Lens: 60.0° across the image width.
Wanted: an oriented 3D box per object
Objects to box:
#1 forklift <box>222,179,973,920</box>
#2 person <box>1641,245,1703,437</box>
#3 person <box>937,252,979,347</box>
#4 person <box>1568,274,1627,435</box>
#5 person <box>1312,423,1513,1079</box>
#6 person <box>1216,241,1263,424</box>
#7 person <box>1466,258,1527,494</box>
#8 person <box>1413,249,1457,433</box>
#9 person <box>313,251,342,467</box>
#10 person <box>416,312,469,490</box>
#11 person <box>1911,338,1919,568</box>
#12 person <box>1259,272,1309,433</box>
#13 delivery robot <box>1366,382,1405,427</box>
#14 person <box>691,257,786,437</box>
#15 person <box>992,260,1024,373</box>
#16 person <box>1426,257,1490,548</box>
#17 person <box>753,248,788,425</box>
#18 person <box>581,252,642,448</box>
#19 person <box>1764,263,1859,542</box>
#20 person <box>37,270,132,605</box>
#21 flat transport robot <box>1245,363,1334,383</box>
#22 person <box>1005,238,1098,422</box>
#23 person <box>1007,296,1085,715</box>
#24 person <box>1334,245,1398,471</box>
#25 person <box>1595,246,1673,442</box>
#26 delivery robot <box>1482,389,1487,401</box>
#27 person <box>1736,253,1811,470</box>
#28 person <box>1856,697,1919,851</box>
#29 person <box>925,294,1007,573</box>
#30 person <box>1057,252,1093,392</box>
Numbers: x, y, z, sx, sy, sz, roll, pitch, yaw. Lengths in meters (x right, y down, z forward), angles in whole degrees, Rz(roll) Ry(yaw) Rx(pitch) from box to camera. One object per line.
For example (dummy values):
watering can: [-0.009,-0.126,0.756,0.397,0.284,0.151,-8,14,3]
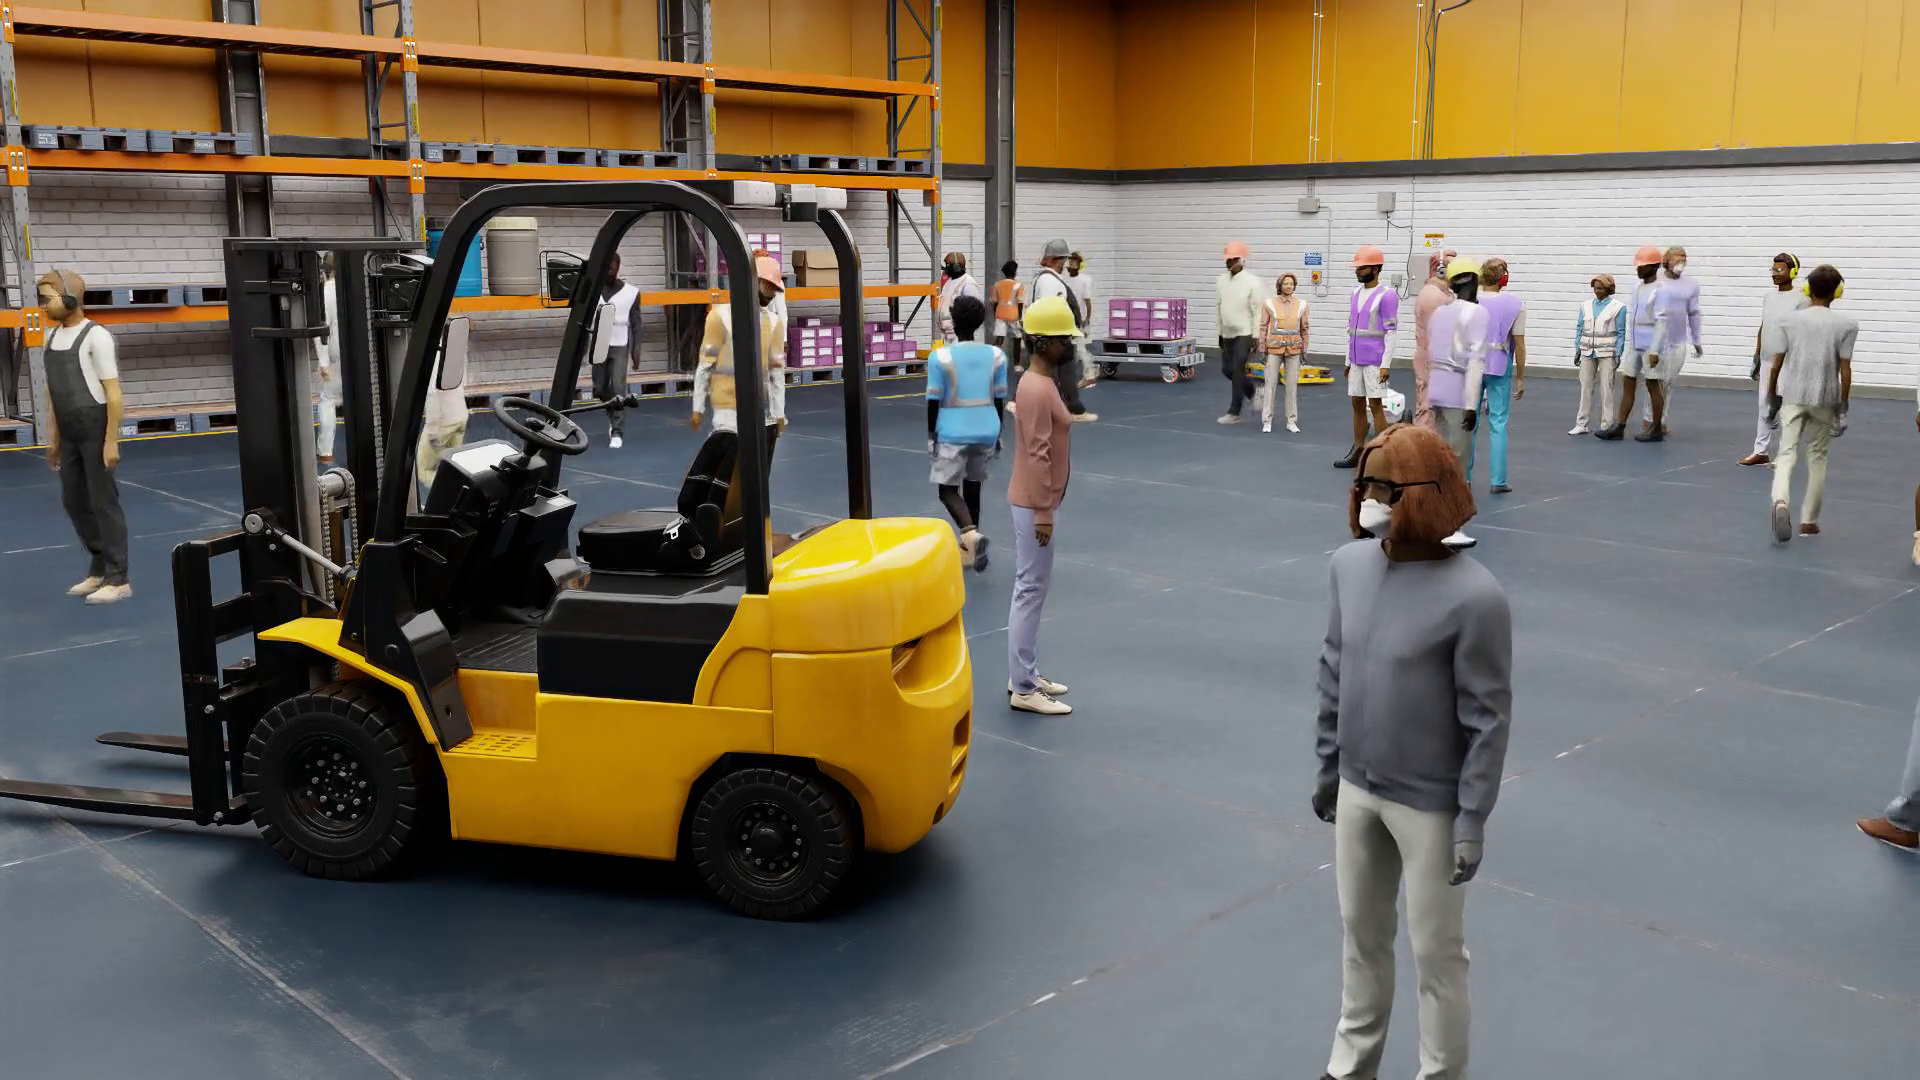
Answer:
forklift: [-1.114,-0.058,5.440,2.313,2.155,1.214,2,11,13]
person: [7.117,-1.977,16.673,0.634,1.920,0.505,-3,11,-14]
person: [-0.038,-2.283,18.553,0.430,1.839,0.619,-5,11,-25]
person: [6.436,-1.855,16.755,0.310,1.640,0.514,-9,14,-40]
person: [0.952,0.560,3.602,0.282,1.633,0.501,-6,12,-30]
person: [3.065,-2.257,18.047,0.718,1.968,0.631,-9,14,-40]
person: [4.132,-1.281,13.058,0.572,1.844,0.376,6,12,28]
person: [3.825,-1.355,13.302,0.405,1.909,0.636,2,11,11]
person: [-5.420,-1.575,14.509,0.883,1.906,0.635,8,13,38]
person: [-3.356,-0.751,10.802,0.369,1.621,0.506,2,11,10]
person: [6.106,-0.824,10.058,0.605,2.036,0.383,0,10,1]
person: [3.326,-1.921,17.102,0.518,1.645,0.307,0,10,-1]
delivery robot: [4.237,-1.340,16.650,0.477,0.478,0.707,4,11,22]
person: [-1.399,-0.862,10.675,0.625,1.879,0.447,-9,14,-40]
person: [0.678,-3.247,24.298,0.534,1.662,0.833,6,12,28]
person: [3.288,-0.903,10.925,0.453,1.876,0.761,-2,11,-13]
person: [-2.101,-2.147,17.684,0.574,1.883,0.355,2,11,12]
person: [-3.370,-1.866,16.128,0.599,1.894,0.780,1,10,4]
person: [5.604,-0.901,11.012,0.517,1.847,0.796,7,13,34]
person: [-4.817,-0.567,9.227,0.557,1.836,0.427,6,12,30]
flat transport robot: [4.483,-2.317,23.007,0.652,0.197,1.431,-4,11,-22]
person: [0.971,-2.303,18.104,0.988,2.000,0.683,0,10,-2]
person: [0.363,-0.149,7.109,0.322,1.767,0.533,0,10,2]
person: [3.482,-1.549,14.274,0.363,1.935,0.553,-5,12,-26]
person: [6.657,-1.898,16.256,0.563,1.933,0.565,-2,11,-13]
delivery robot: [5.715,-1.748,18.874,0.707,0.478,0.477,-5,11,-25]
person: [7.091,-1.546,14.440,0.328,1.872,0.513,-4,11,-23]
person: [3.279,0.294,5.168,0.515,1.587,0.861,-2,11,-12]
person: [0.057,-0.613,9.888,0.537,1.678,0.650,-5,11,-24]
person: [1.498,-2.836,21.664,0.528,1.811,0.963,7,13,34]
